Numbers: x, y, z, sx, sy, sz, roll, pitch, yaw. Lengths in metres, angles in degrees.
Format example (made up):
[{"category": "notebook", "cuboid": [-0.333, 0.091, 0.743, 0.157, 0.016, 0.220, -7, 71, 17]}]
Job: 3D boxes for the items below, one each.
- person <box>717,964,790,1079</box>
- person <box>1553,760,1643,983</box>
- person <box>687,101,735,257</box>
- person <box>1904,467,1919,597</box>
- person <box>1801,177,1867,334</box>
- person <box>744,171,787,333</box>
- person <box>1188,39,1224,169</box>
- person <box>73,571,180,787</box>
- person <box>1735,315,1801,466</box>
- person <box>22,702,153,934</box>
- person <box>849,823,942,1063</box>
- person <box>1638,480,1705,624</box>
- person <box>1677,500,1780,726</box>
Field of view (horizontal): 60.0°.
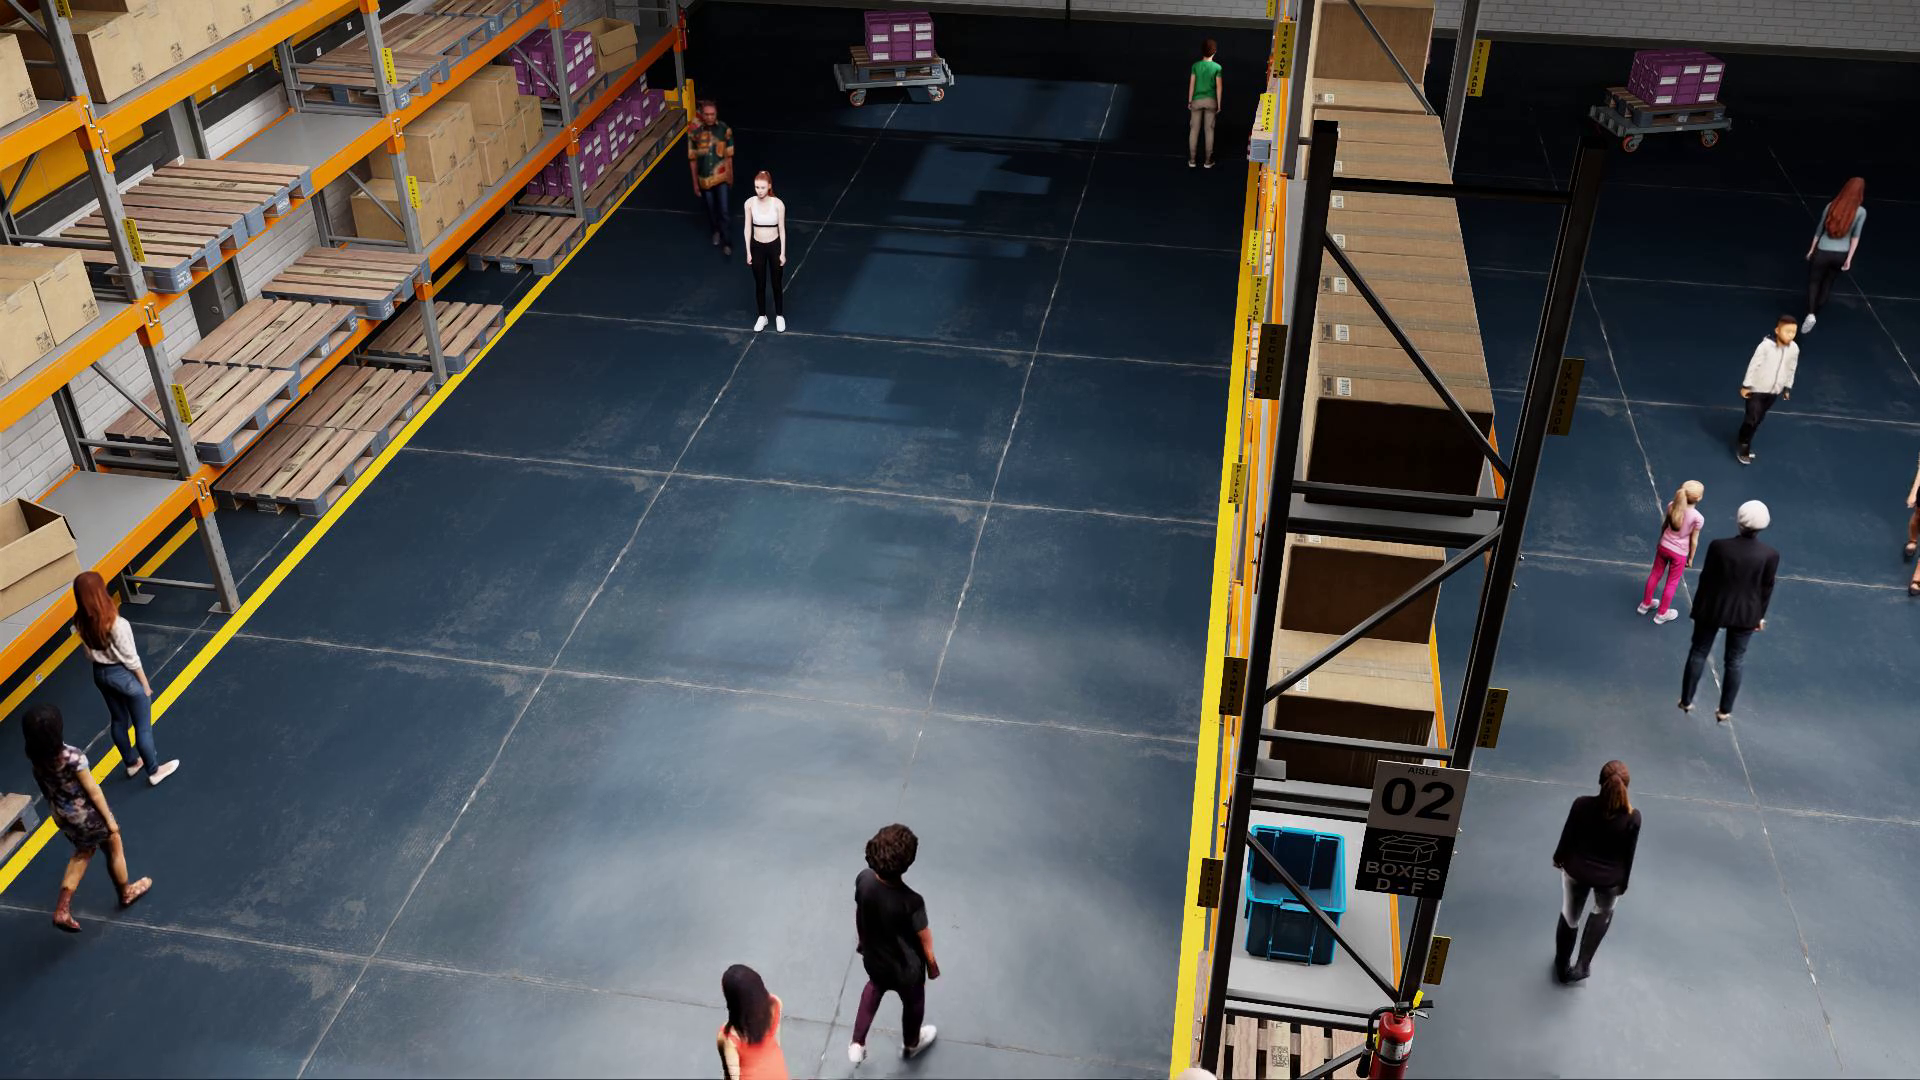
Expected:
[{"category": "person", "cuboid": [-0.993, 2.874, 8.650, 0.990, 1.698, 1.009, 29, 43, 36]}, {"category": "person", "cuboid": [3.741, 2.044, 9.877, 0.660, 1.722, 0.668, 15, 36, 21]}, {"category": "person", "cuboid": [-2.862, -4.231, 19.280, 0.878, 1.764, 1.197, -2, 34, -3]}, {"category": "person", "cuboid": [8.058, -0.425, 13.678, 0.828, 1.627, 1.196, 16, 37, 23]}, {"category": "person", "cuboid": [9.061, -2.913, 17.330, 0.717, 1.726, 0.990, 14, 36, 19]}, {"category": "person", "cuboid": [-2.032, -3.037, 17.503, 0.615, 1.742, 0.567, 1, 34, 1]}, {"category": "person", "cuboid": [3.164, -5.645, 21.509, 0.599, 1.651, 0.538, 8, 34, 12]}, {"category": "person", "cuboid": [-5.834, 0.952, 11.514, 0.591, 1.729, 0.549, 10, 35, 15]}, {"category": "person", "cuboid": [7.394, -1.445, 15.377, 0.703, 1.443, 0.721, -6, 34, -9]}, {"category": "person", "cuboid": [-5.511, 1.755, 10.316, 0.663, 1.718, 0.950, 10, 35, 15]}, {"category": "person", "cuboid": [-0.408, 2.351, 9.371, 0.845, 1.770, 0.961, 22, 39, 29]}, {"category": "person", "cuboid": [5.684, 0.074, 13.248, 0.624, 1.272, 0.564, -21, 39, -28]}, {"category": "person", "cuboid": [5.269, 0.500, 11.317, 0.761, 1.779, 0.654, 12, 36, 18]}]
